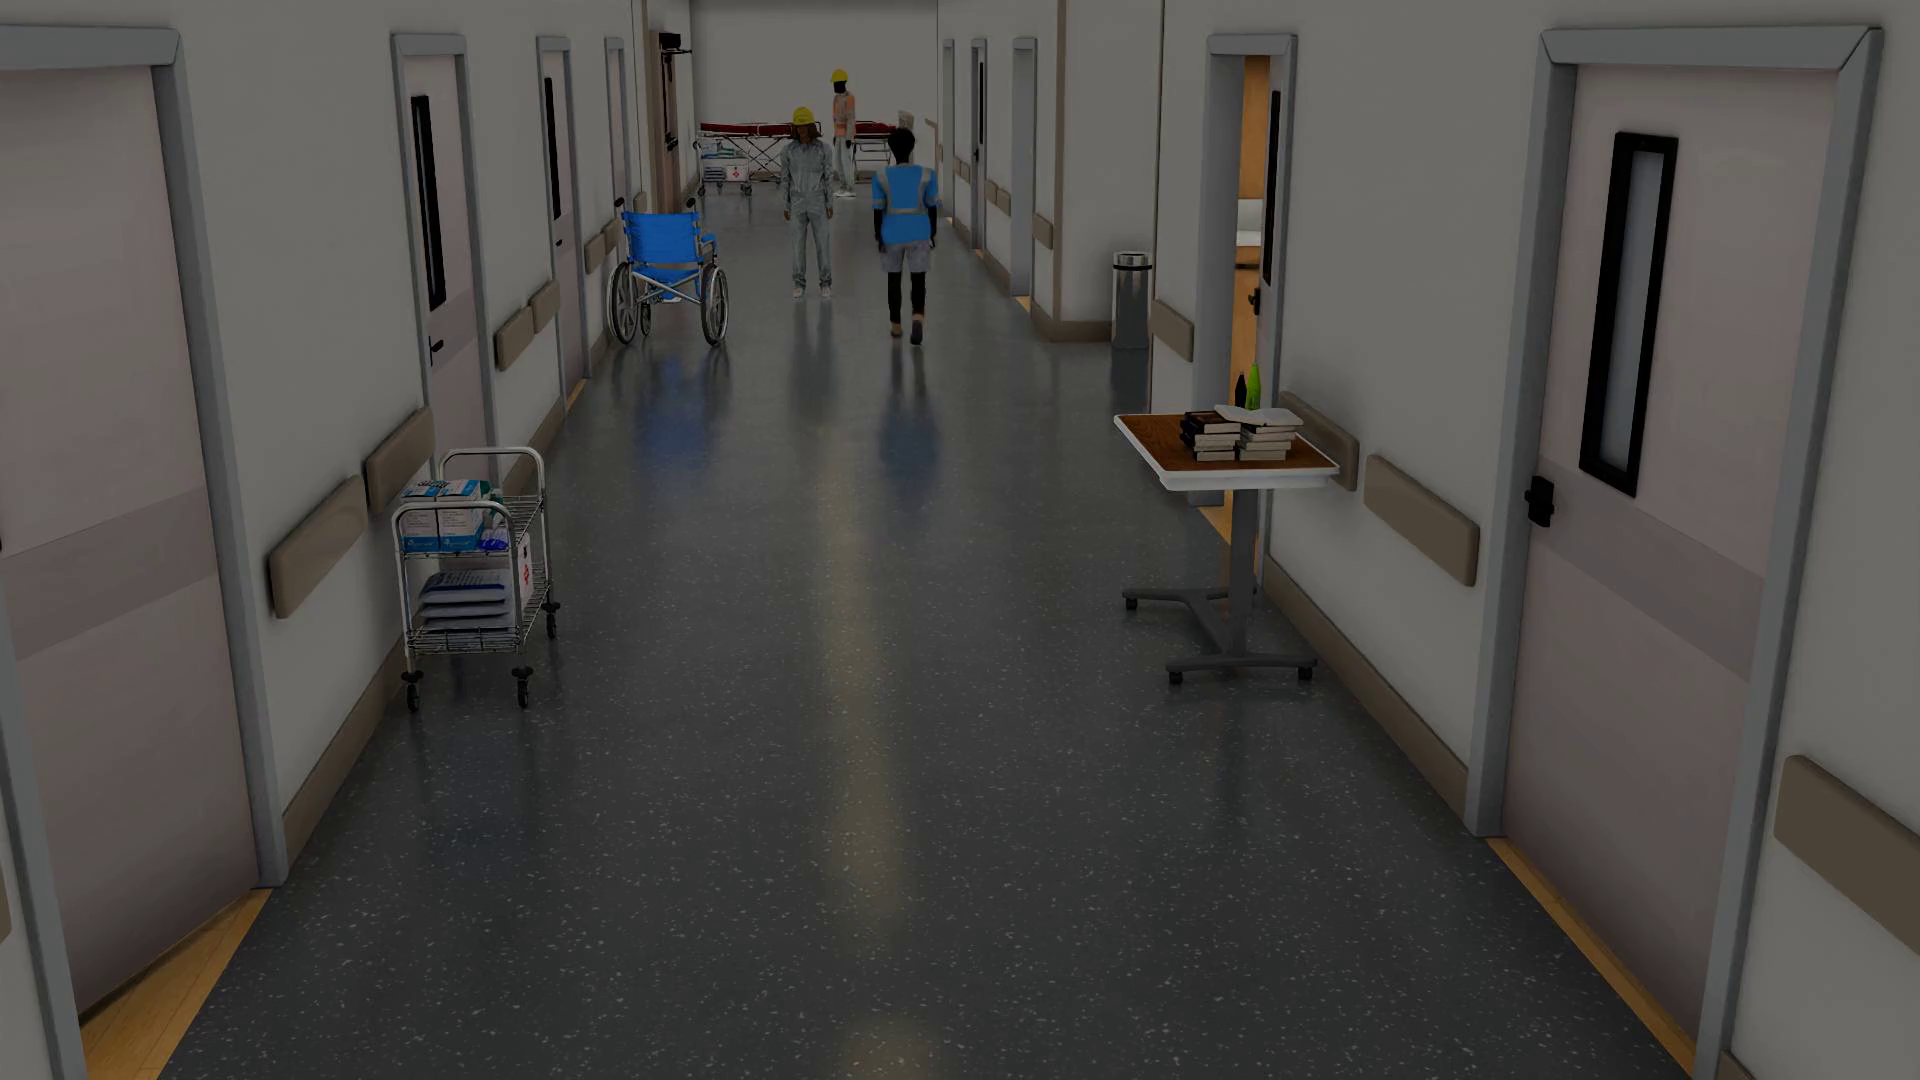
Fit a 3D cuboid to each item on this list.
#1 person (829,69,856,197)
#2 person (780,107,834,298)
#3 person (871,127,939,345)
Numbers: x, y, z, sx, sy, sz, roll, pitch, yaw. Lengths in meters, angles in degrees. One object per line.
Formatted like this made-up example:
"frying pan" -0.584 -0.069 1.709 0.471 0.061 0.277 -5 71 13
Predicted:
"person" -1.798 -6.211 25.431 0.398 1.916 0.599 -8 18 -24
"person" -1.403 -3.091 15.309 0.486 1.736 0.315 0 17 2
"person" -0.429 -2.375 13.019 0.530 1.672 0.749 -1 17 -2
